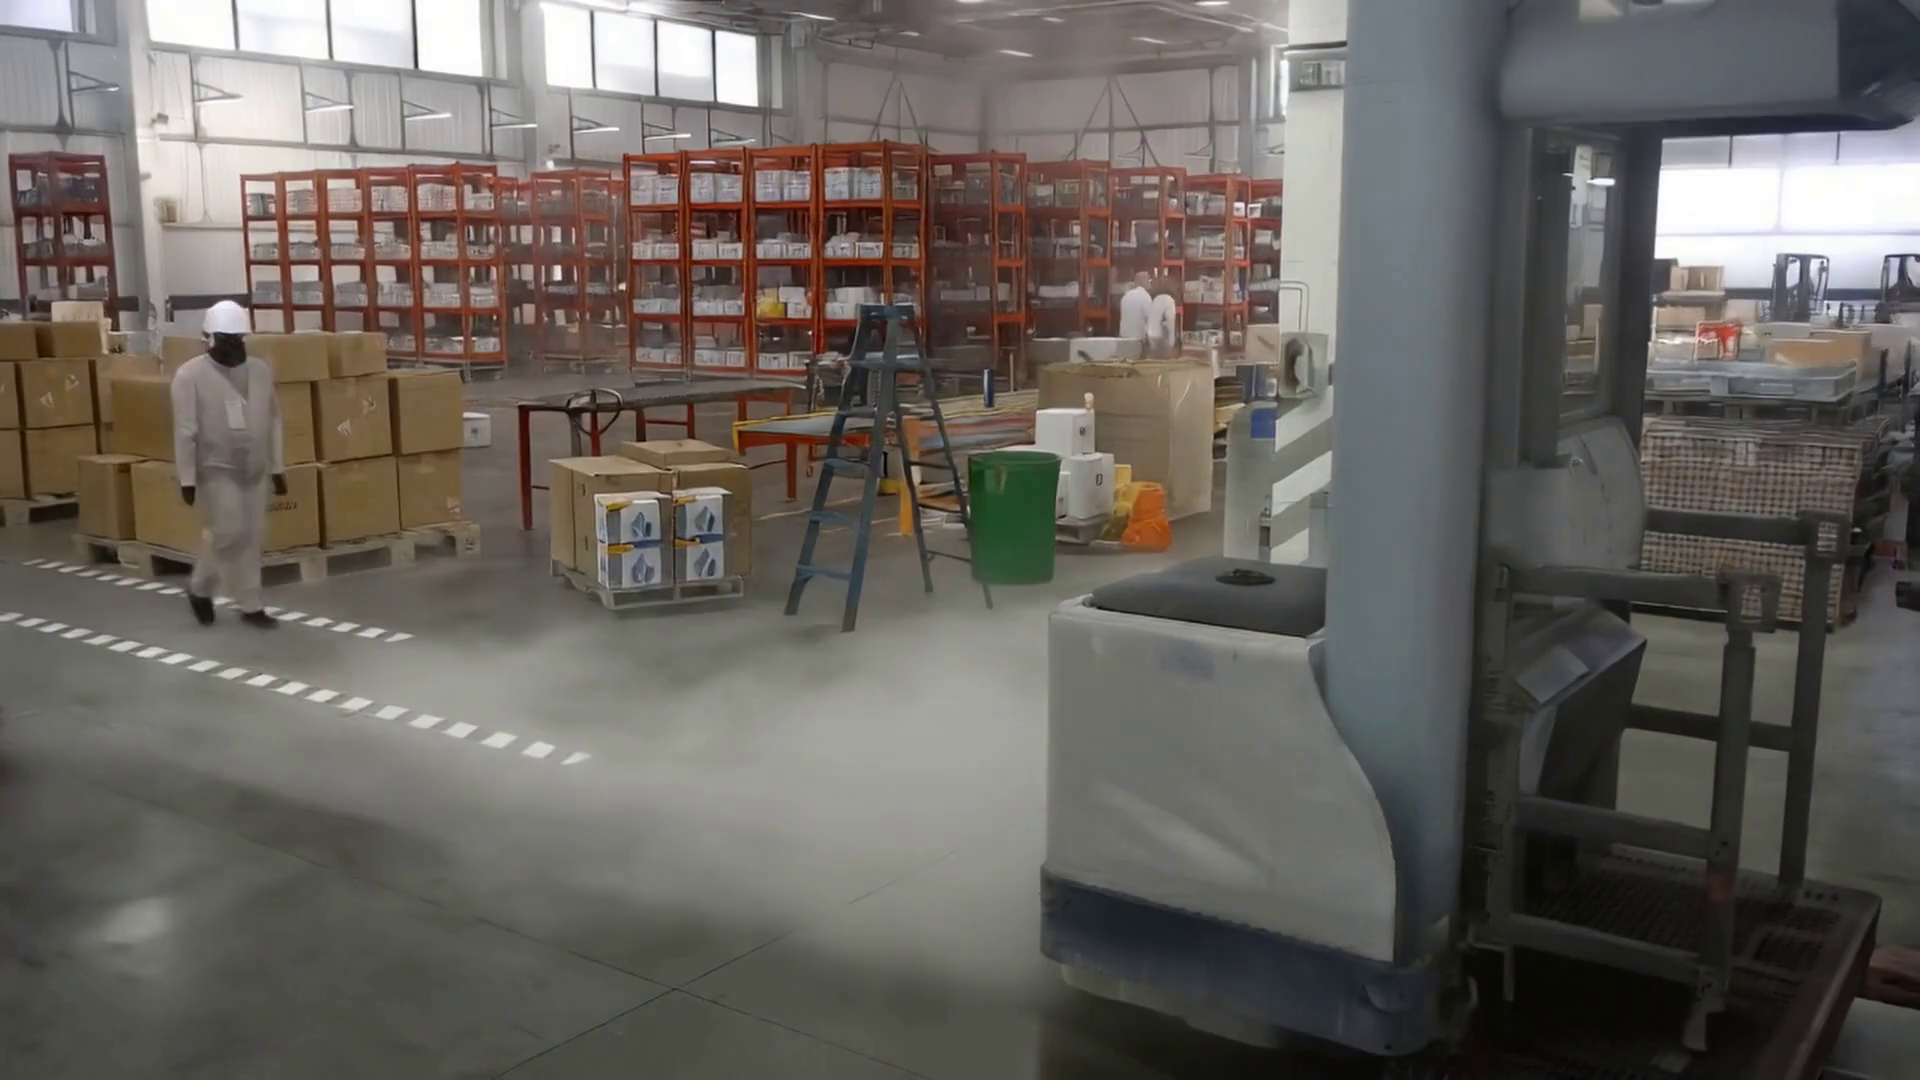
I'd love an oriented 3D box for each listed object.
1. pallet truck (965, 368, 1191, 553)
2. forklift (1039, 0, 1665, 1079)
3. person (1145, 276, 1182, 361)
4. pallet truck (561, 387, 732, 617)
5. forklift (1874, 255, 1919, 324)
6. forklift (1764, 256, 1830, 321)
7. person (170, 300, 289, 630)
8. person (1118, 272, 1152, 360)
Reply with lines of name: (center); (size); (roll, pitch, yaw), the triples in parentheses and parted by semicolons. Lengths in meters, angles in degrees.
pallet truck: (0.845, -0.609, 11.869); (1.630, 1.274, 0.653); (7, 12, 35)
forklift: (1.249, -0.137, 4.360); (1.873, 2.768, 1.129); (7, 12, 35)
person: (2.894, -2.842, 23.638); (0.487, 1.808, 0.609); (-2, 10, -12)
pallet truck: (-1.981, -0.274, 10.088); (0.680, 1.201, 1.601); (-5, 11, -28)
forklift: (22.089, -5.634, 38.796); (1.157, 1.987, 2.680); (6, 11, 33)
forklift: (20.253, -5.854, 40.139); (1.157, 1.987, 2.680); (7, 12, 35)
person: (-3.966, -0.394, 9.059); (0.457, 1.819, 0.607); (5, 11, 26)
person: (2.491, -2.970, 24.236); (0.814, 1.874, 0.666); (-6, 11, -33)
